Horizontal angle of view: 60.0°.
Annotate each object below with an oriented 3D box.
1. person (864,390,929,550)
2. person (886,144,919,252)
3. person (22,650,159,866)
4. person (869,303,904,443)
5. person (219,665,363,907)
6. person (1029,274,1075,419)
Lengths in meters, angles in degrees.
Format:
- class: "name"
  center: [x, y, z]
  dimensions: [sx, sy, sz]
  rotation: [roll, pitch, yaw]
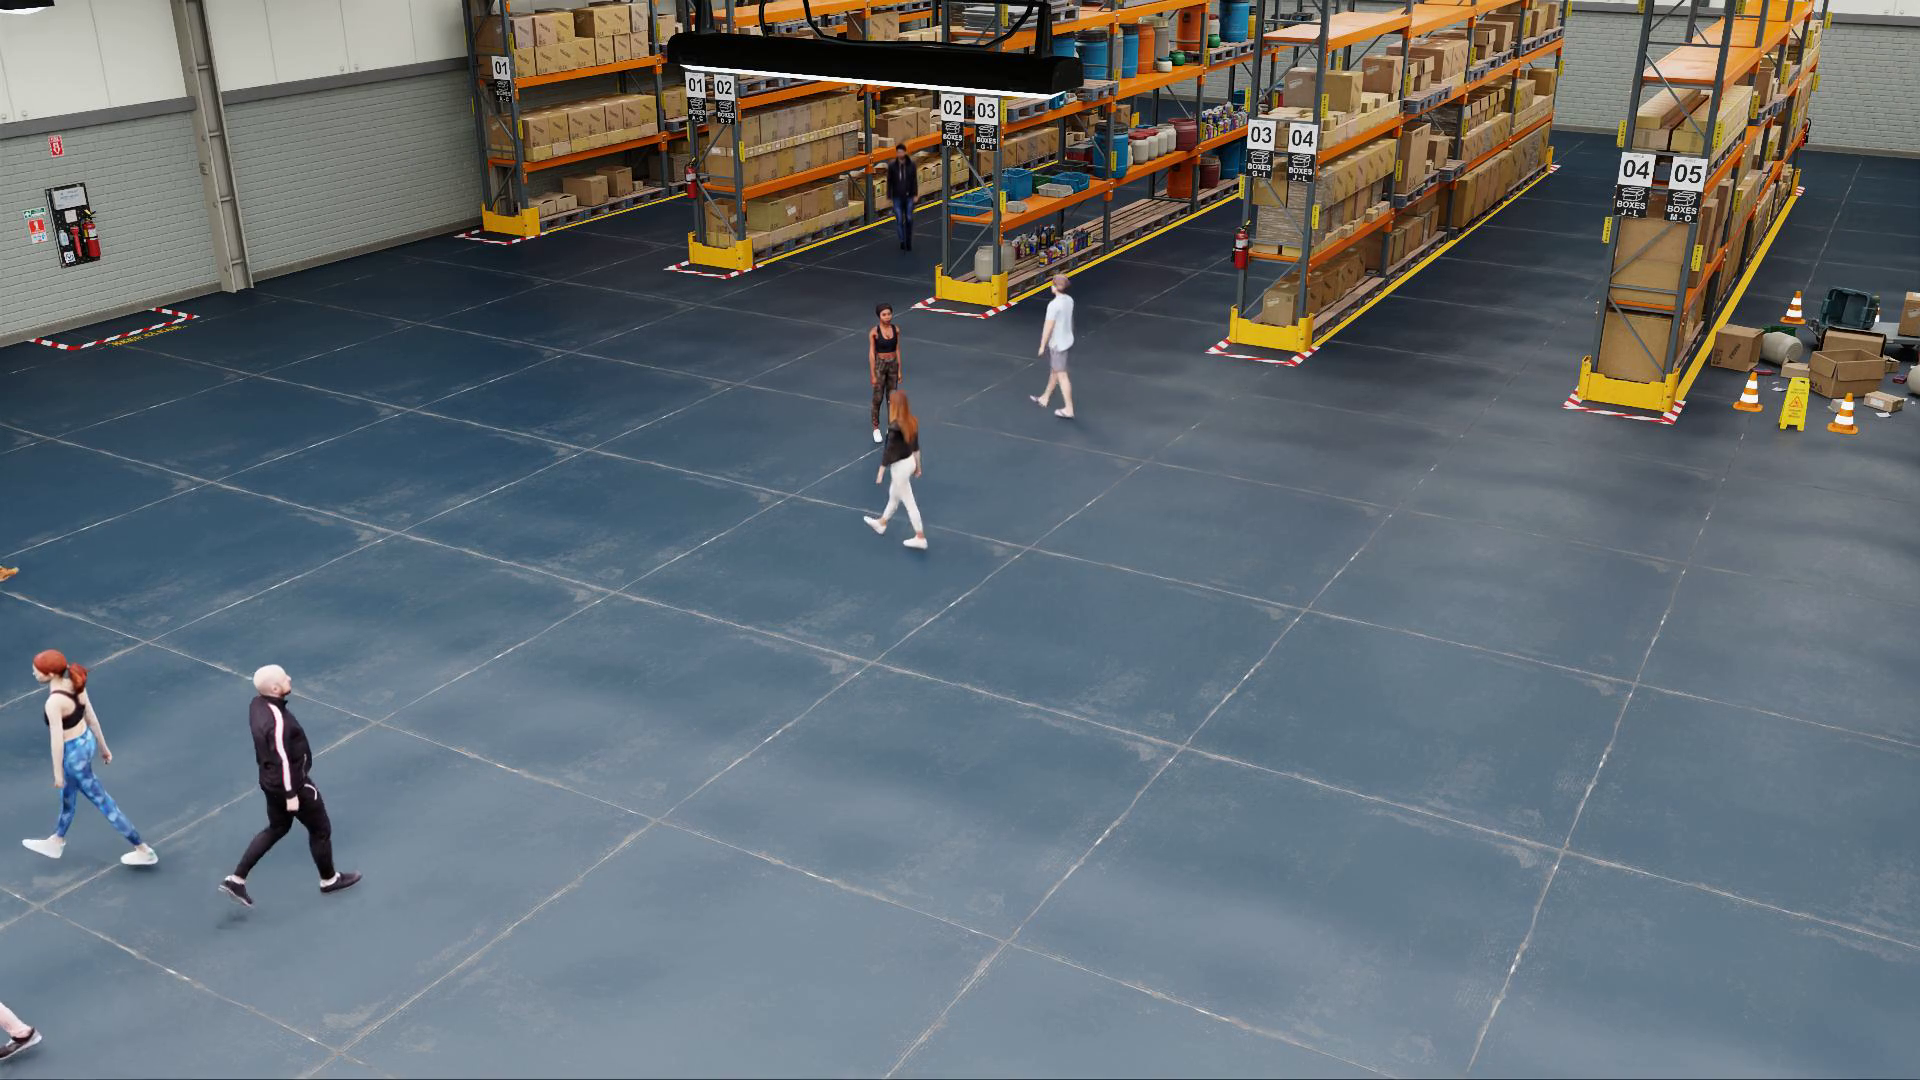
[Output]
- class: "person"
  center: [-0.515, -0.694, 16.991]
  dimensions: [0.704, 1.670, 0.976]
  rotation: [12, 26, 26]
- class: "person"
  center: [-1.003, -6.065, 29.371]
  dimensions: [0.881, 1.866, 0.936]
  rotation: [0, 23, -1]
- class: "person"
  center: [-6.033, 1.582, 11.565]
  dimensions: [1.029, 1.727, 1.200]
  rotation: [1, 23, 3]
- class: "person"
  center: [-0.904, -2.052, 20.146]
  dimensions: [0.621, 1.700, 0.722]
  rotation: [-12, 26, -26]
- class: "person"
  center: [-4.634, 1.692, 11.203]
  dimensions: [1.226, 1.808, 0.935]
  rotation: [-18, 29, -36]
- class: "person"
  center: [1.336, -2.415, 20.859]
  dimensions: [0.746, 1.809, 0.892]
  rotation: [14, 27, 29]
